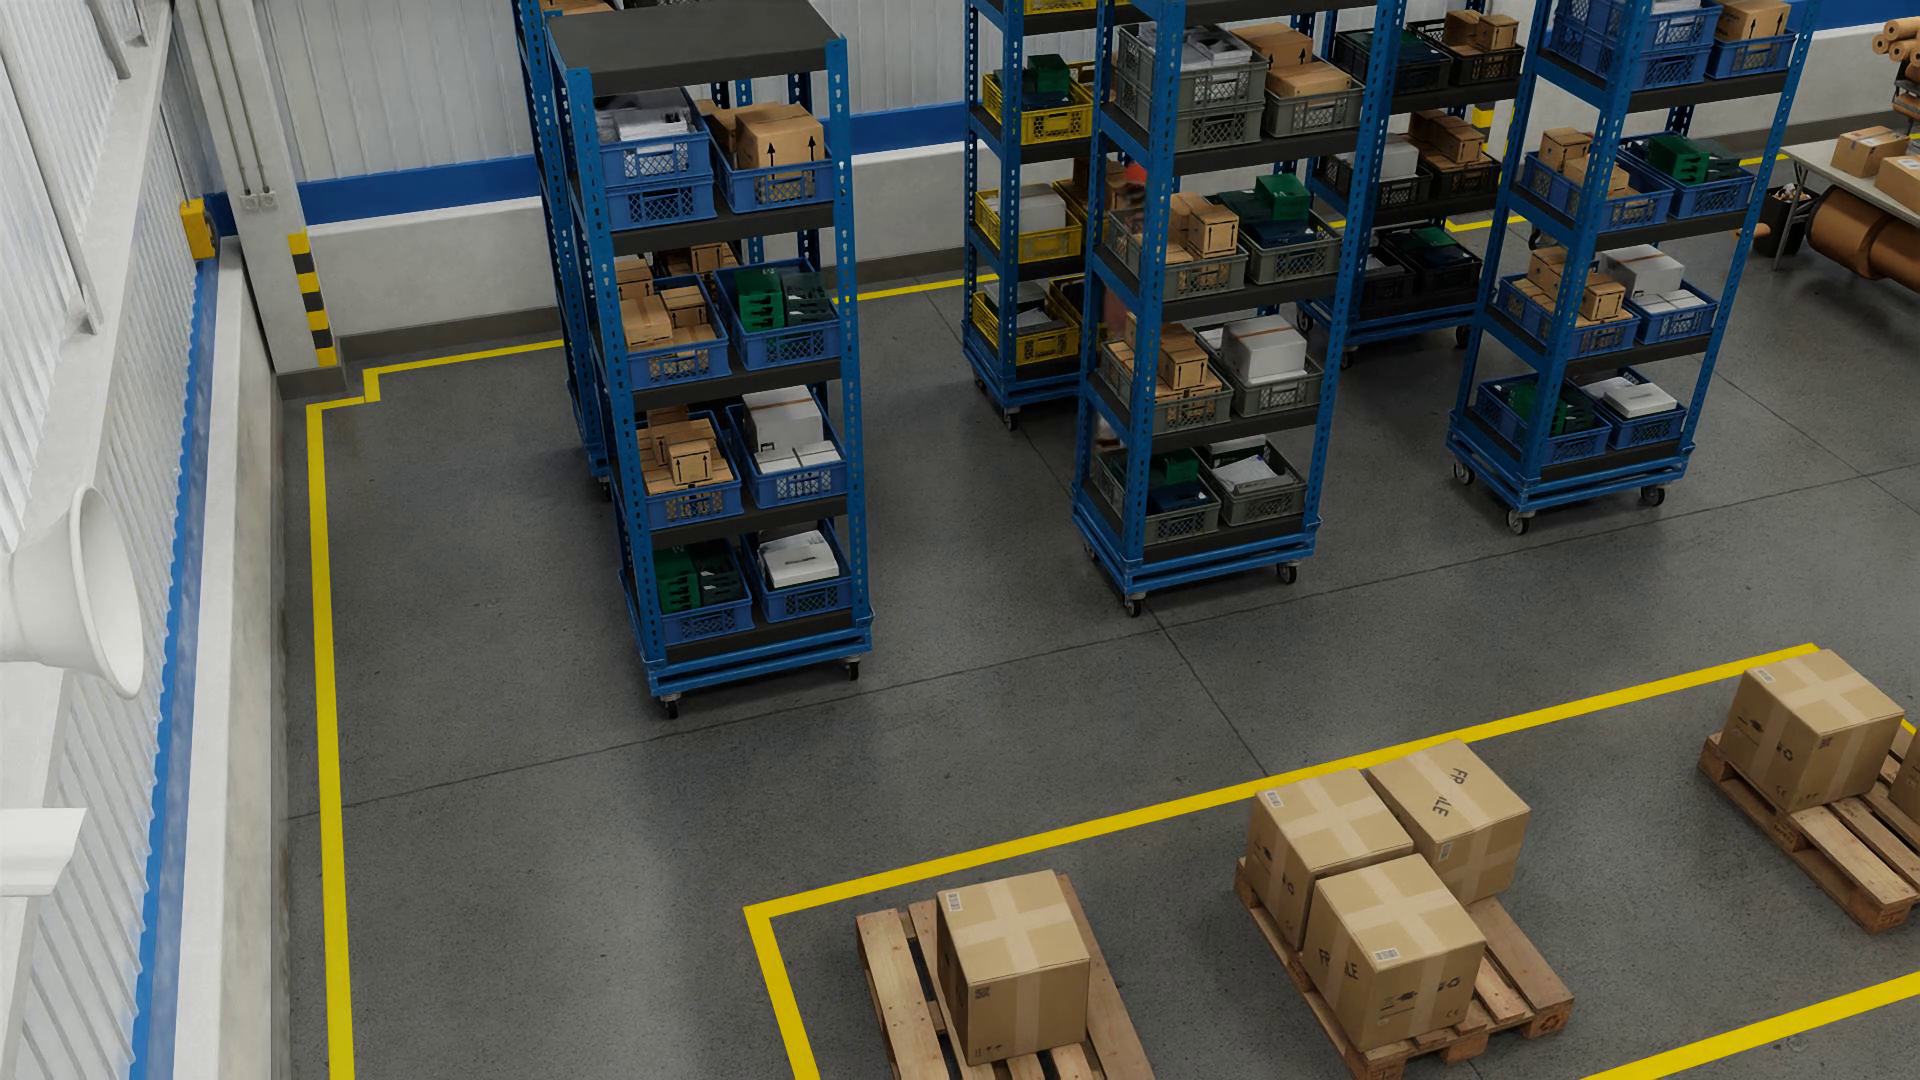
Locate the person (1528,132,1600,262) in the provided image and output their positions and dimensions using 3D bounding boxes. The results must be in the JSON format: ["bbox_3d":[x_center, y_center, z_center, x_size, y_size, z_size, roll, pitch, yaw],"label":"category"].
[{"bbox_3d":[4.321,-2.133,11.885,0.518,1.632,0.314,24,42,30],"label":"person"}]

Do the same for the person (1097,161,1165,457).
[{"bbox_3d":[1.103,-1.446,10.645,0.457,1.937,0.684,-8,36,-11],"label":"person"}]
